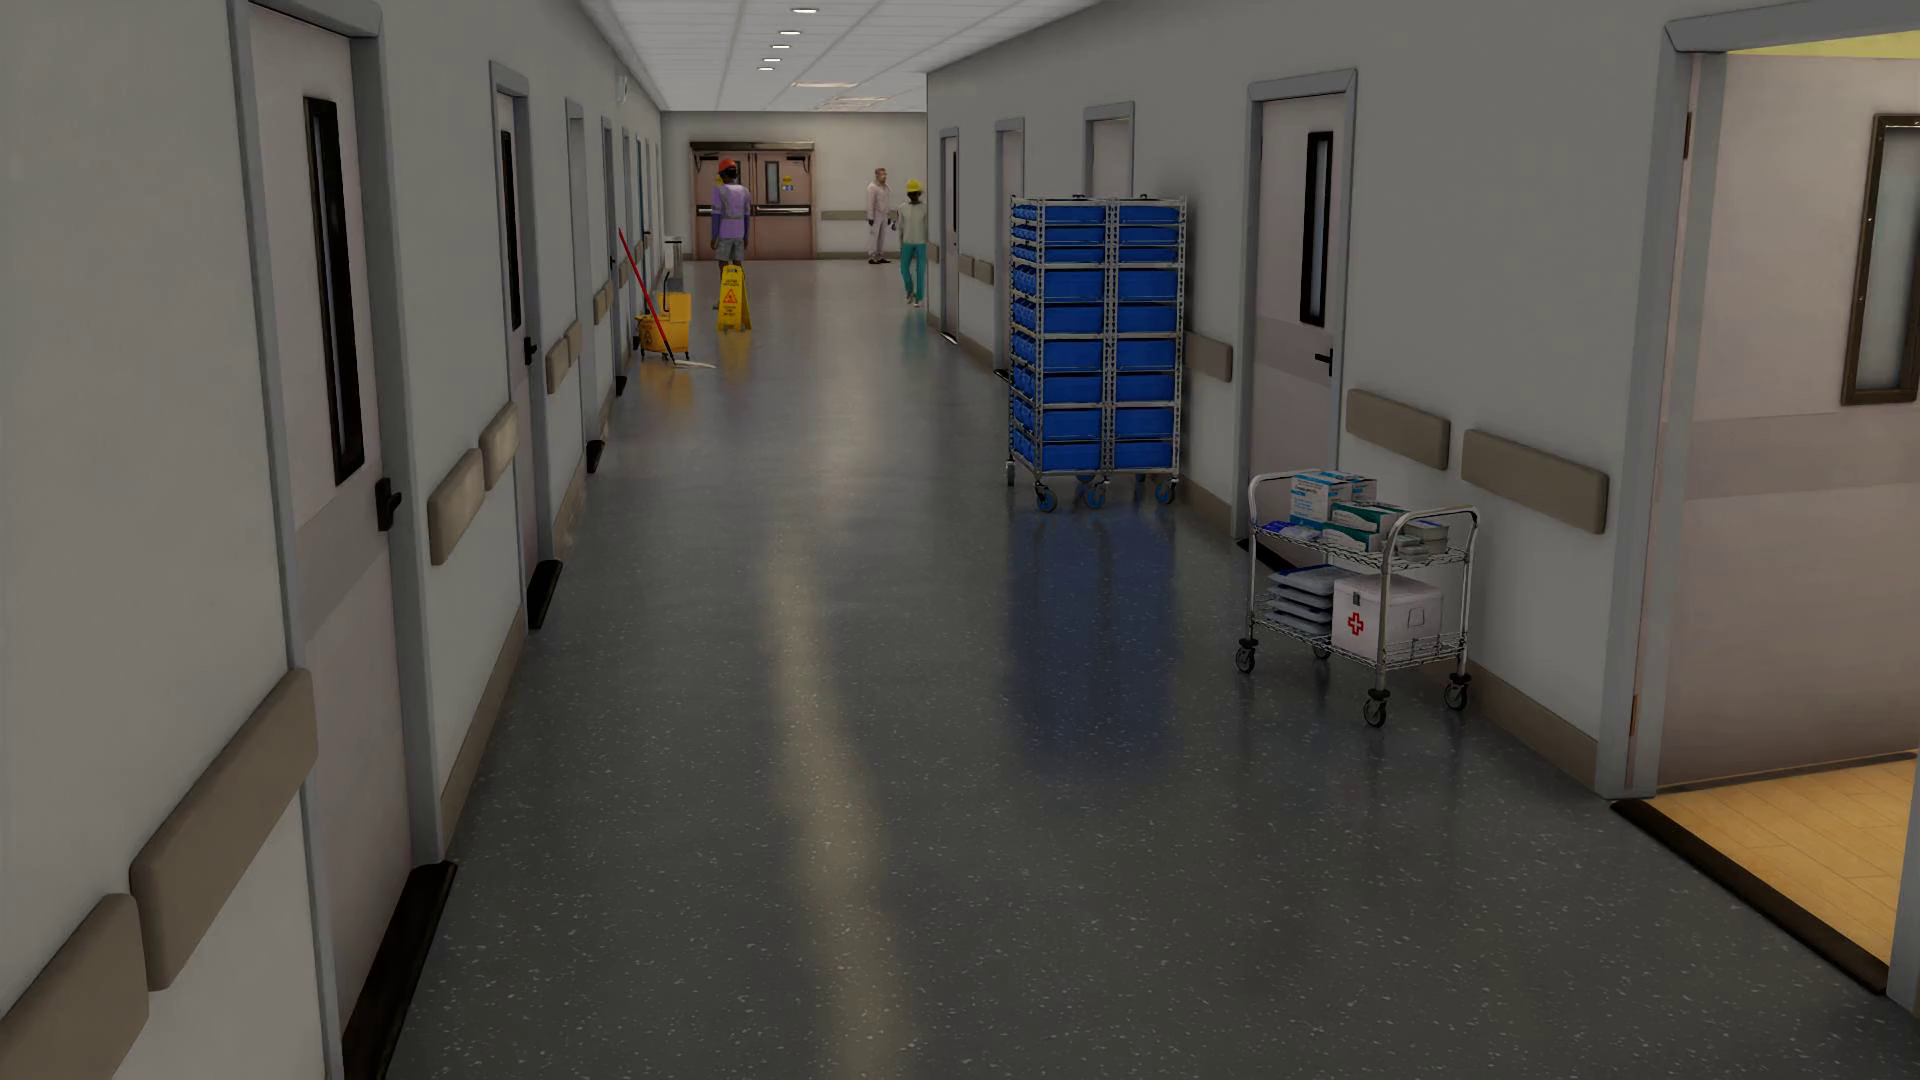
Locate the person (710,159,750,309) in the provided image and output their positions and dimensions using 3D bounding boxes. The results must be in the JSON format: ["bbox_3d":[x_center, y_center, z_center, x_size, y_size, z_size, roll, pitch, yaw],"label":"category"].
[{"bbox_3d":[-3.134,-4.147,22.612,0.409,2.028,0.611,12,18,44],"label":"person"}]

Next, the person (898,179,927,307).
[{"bbox_3d":[-0.616,-4.085,22.949,0.525,1.755,0.369,3,13,13],"label":"person"}]

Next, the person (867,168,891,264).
[{"bbox_3d":[-1.602,-6.449,33.137,0.408,1.894,0.663,8,15,30],"label":"person"}]
